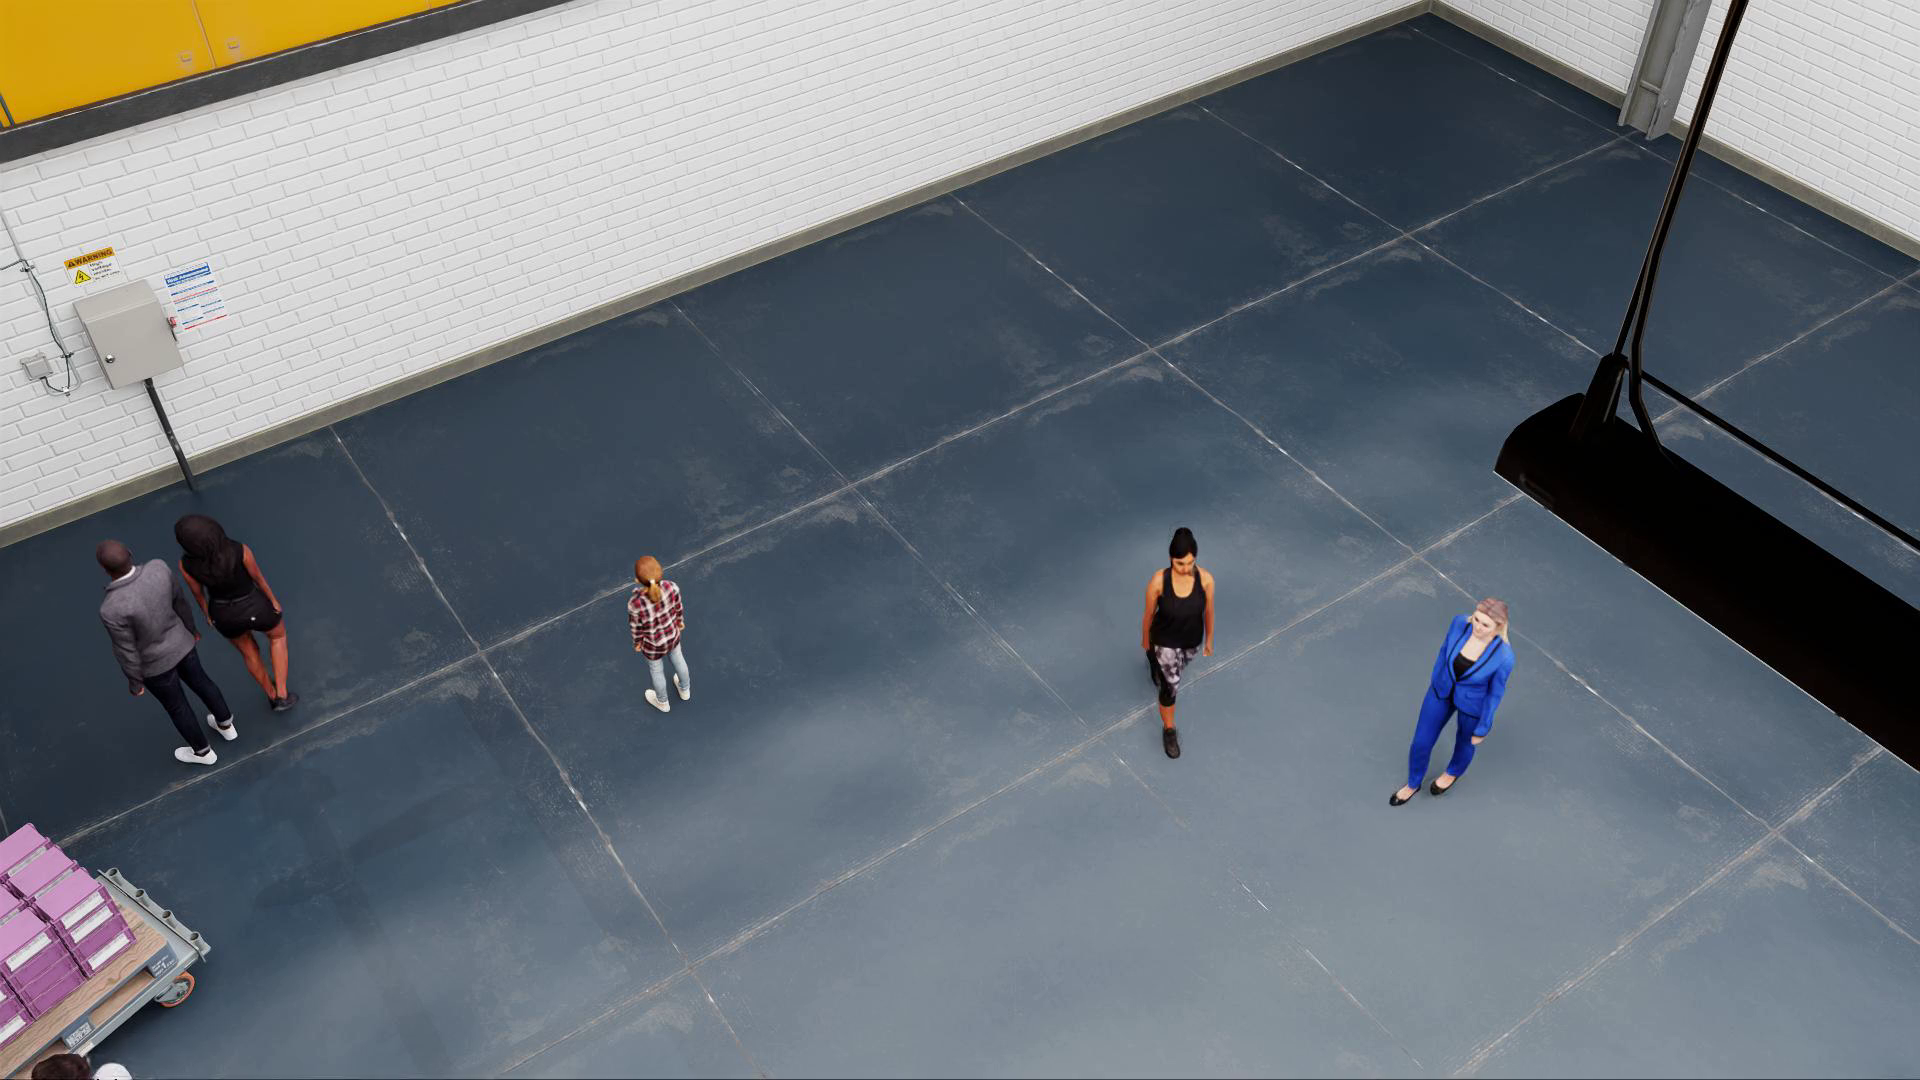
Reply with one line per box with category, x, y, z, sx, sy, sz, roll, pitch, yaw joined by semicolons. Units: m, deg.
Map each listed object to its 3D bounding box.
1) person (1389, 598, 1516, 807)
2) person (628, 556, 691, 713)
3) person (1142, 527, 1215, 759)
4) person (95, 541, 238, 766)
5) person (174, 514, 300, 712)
person;3.072;0.926;9.984;0.761;1.685;0.748;-32;52;-29
person;-1.917;0.591;10.611;0.526;1.306;0.526;-28;50;-26
person;1.346;0.538;10.426;0.828;1.637;1.113;-10;45;-10
person;-4.842;0.692;10.139;0.778;1.810;0.797;19;47;18
person;-4.489;0.526;10.380;0.722;1.719;0.775;-8;44;-8
